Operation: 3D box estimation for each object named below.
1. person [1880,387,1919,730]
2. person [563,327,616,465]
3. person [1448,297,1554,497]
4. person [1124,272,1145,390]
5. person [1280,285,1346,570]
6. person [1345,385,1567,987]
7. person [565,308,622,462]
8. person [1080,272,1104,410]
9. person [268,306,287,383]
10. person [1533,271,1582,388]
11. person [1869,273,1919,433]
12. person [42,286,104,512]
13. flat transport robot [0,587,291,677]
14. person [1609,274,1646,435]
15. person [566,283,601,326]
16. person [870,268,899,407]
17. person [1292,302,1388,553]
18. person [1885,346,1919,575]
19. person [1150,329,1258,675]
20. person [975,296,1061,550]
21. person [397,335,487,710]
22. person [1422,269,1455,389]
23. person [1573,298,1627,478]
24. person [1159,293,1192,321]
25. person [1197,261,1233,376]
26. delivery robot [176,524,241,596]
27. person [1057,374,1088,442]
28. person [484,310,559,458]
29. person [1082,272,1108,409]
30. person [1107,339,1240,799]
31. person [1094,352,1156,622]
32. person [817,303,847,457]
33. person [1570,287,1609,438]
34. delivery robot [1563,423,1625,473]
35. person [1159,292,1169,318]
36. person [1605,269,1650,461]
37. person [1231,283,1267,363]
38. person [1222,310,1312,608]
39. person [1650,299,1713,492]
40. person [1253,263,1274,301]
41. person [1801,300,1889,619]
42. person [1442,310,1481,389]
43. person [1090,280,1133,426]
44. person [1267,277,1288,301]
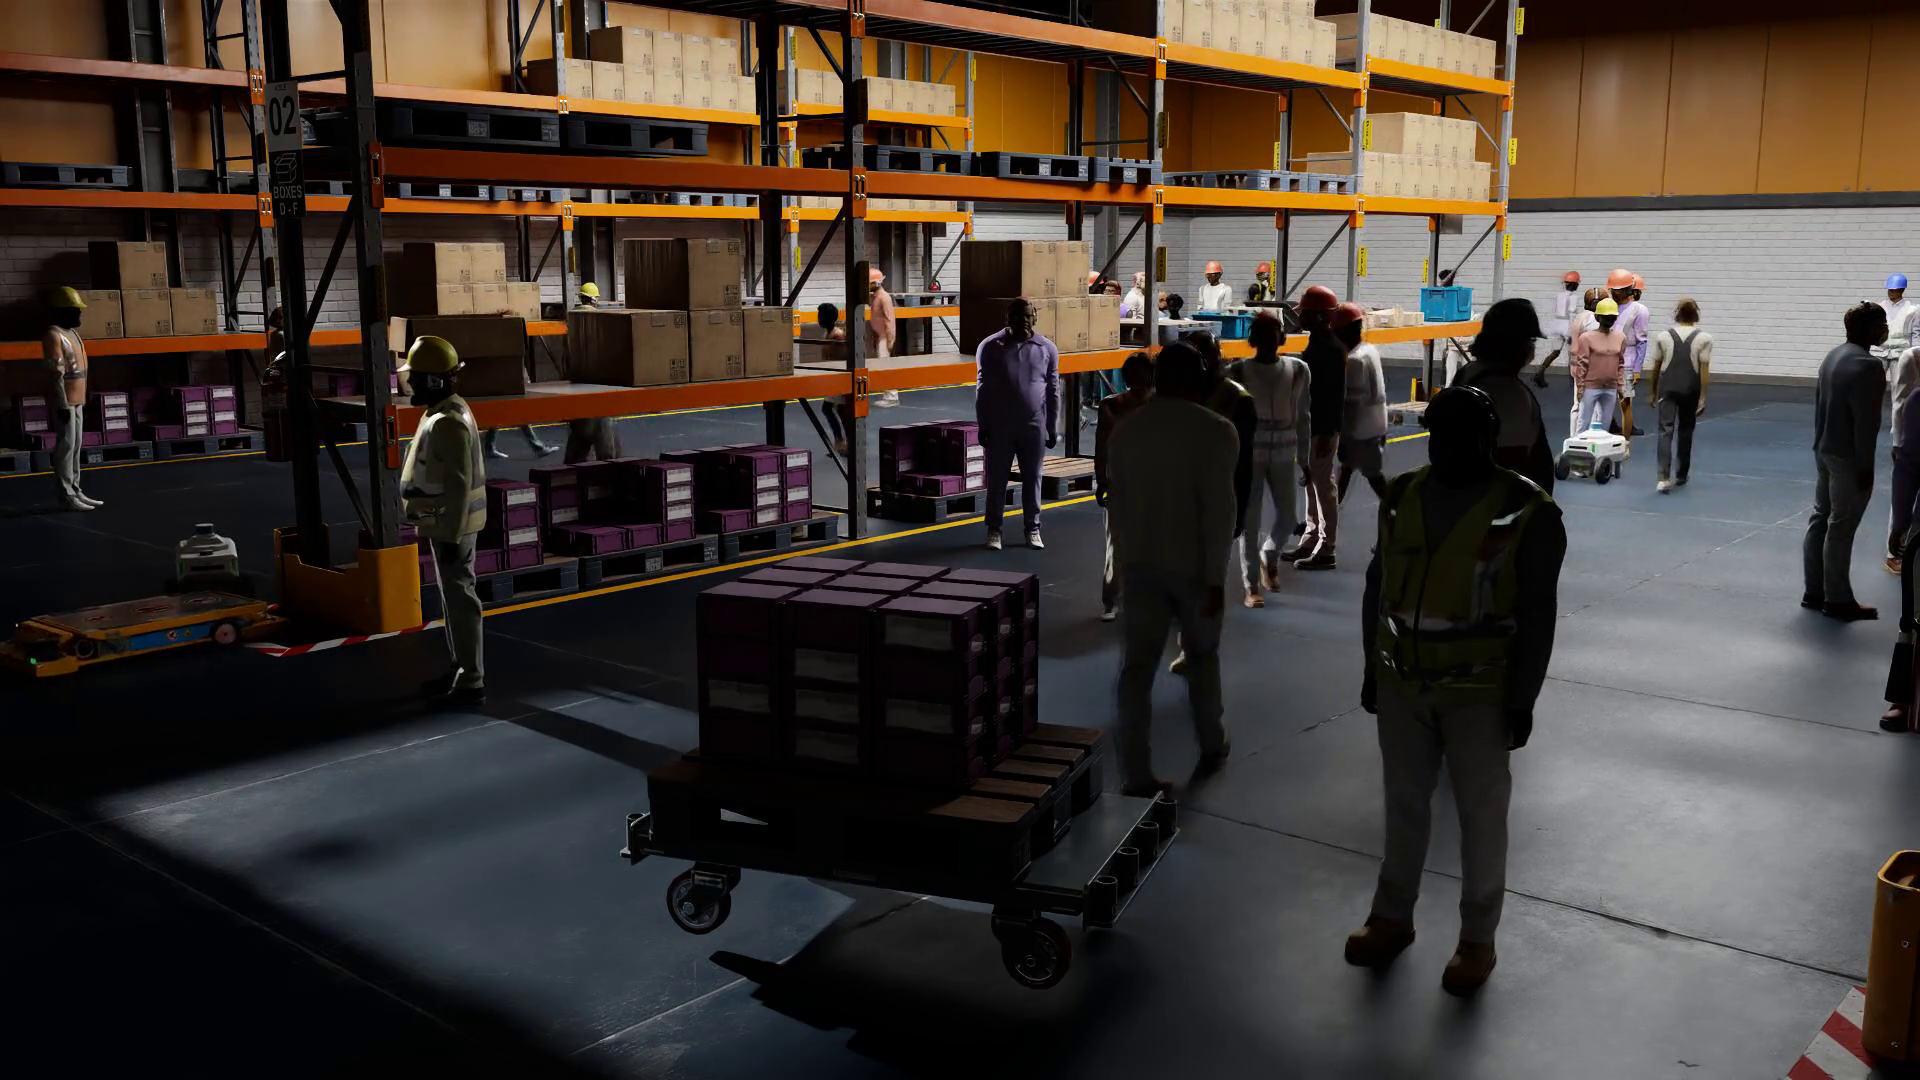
[{"bbox_3d":[4.627,-0.045,7.671,0.627,1.934,0.370,8,13,39],"label":"person"},{"bbox_3d":[-2.993,-0.882,13.103,0.835,1.701,0.489,-9,14,-43],"label":"person"},{"bbox_3d":[2.616,-0.179,8.125,0.539,2.000,0.690,-1,10,-4],"label":"person"},{"bbox_3d":[2.626,-2.957,24.319,0.410,1.911,0.640,4,11,21],"label":"person"},{"bbox_3d":[2.507,-0.788,11.720,0.379,1.996,0.609,-1,10,-4],"label":"person"},{"bbox_3d":[1.509,0.443,5.156,0.624,1.844,0.429,9,14,43],"label":"person"},{"bbox_3d":[-3.123,-1.092,14.132,0.554,1.745,0.443,8,13,39],"label":"person"},{"bbox_3d":[1.879,-2.774,23.223,0.374,1.928,0.543,-9,13,-42],"label":"person"},{"bbox_3d":[-7.262,-1.695,17.914,0.264,1.632,0.507,-8,13,-38],"label":"person"},{"bbox_3d":[9.732,-3.392,26.844,0.954,1.908,0.551,-3,10,-17],"label":"person"},{"bbox_3d":[11.382,-2.278,20.344,0.614,1.945,0.382,7,12,35],"label":"person"},{"bbox_3d":[-7.657,-1.211,14.323,0.384,1.928,0.588,-2,10,-12],"label":"person"},{"bbox_3d":[-4.595,0.494,9.332,0.652,0.197,1.431,8,13,37],"label":"flat transport robot"},{"bbox_3d":[8.071,-2.234,20.120,0.374,1.939,0.545,-4,11,-20],"label":"person"},{"bbox_3d":[-4.665,-2.322,20.962,0.584,1.824,0.403,5,11,25],"label":"person"},{"bbox_3d":[-1.136,-2.864,23.637,0.478,1.970,0.653,-3,10,-15],"label":"person"},{"bbox_3d":[2.882,-0.811,12.242,1.013,1.858,0.611,4,11,21],"label":"person"},{"bbox_3d":[6.701,-0.688,11.467,0.584,1.883,0.337,-1,10,-6],"label":"person"},{"bbox_3d":[1.272,-0.212,8.906,0.650,1.829,0.538,7,12,34],"label":"person"},{"bbox_3d":[0.438,-0.868,12.467,0.647,1.902,0.400,-1,10,-6],"label":"person"},{"bbox_3d":[-2.532,-0.084,8.176,0.404,1.833,0.591,-4,11,-20],"label":"person"},{"bbox_3d":[7.247,-3.082,24.960,0.922,1.924,0.627,-8,13,-37],"label":"person"},{"bbox_3d":[6.319,-1.493,16.392,0.527,1.768,0.331,-2,10,-12],"label":"person"},{"bbox_3d":[2.659,-2.222,20.753,0.546,1.698,0.336,6,11,30],"label":"person"},{"bbox_3d":[4.039,-3.414,26.536,0.611,2.042,0.395,8,13,40],"label":"person"},{"bbox_3d":[-4.645,0.142,10.261,0.477,0.478,0.707,-5,11,-24],"label":"delivery robot"},{"bbox_3d":[1.259,-1.949,19.383,0.435,1.624,0.532,-3,11,-19],"label":"person"},{"bbox_3d":[-4.735,-1.651,17.774,0.843,1.587,0.515,-1,10,-4],"label":"person"},{"bbox_3d":[1.898,-2.770,23.229,0.371,1.916,0.597,-6,12,-33],"label":"person"},{"bbox_3d":[0.897,0.116,6.916,0.637,1.872,0.976,6,12,32],"label":"person"},{"bbox_3d":[1.065,-0.318,10.059,0.514,1.641,0.307,0,10,2],"label":"person"},{"bbox_3d":[-1.341,-1.715,17.916,0.499,1.669,0.541,-3,10,-14],"label":"person"},{"bbox_3d":[6.647,-1.727,17.507,0.429,1.844,0.626,1,10,3],"label":"person"},{"bbox_3d":[6.174,-0.897,16.177,0.707,0.478,0.477,-10,14,-43],"label":"delivery robot"},{"bbox_3d":[2.845,-2.697,23.621,0.279,1.634,0.499,-2,10,-9],"label":"person"},{"bbox_3d":[6.989,-1.858,17.712,0.389,2.034,0.605,-6,12,-32],"label":"person"},{"bbox_3d":[3.706,-2.409,21.472,0.951,1.827,0.501,-7,12,-34],"label":"person"},{"bbox_3d":[1.914,-0.507,10.471,0.606,1.869,0.456,-1,10,-3],"label":"person"},{"bbox_3d":[6.712,-1.345,15.537,0.533,1.790,1.012,6,11,30],"label":"person"},{"bbox_3d":[5.391,-3.931,29.679,0.419,1.987,0.634,1,10,7],"label":"person"},{"bbox_3d":[5.455,-0.498,10.234,0.376,1.940,0.629,1,10,5],"label":"person"},{"bbox_3d":[7.116,-2.702,23.632,0.513,1.640,0.309,3,10,16],"label":"person"},{"bbox_3d":[1.934,-2.355,21.056,0.565,1.849,0.388,9,13,42],"label":"person"},{"bbox_3d":[4.545,-2.877,23.994,0.328,1.865,0.517,5,11,25],"label":"person"}]
